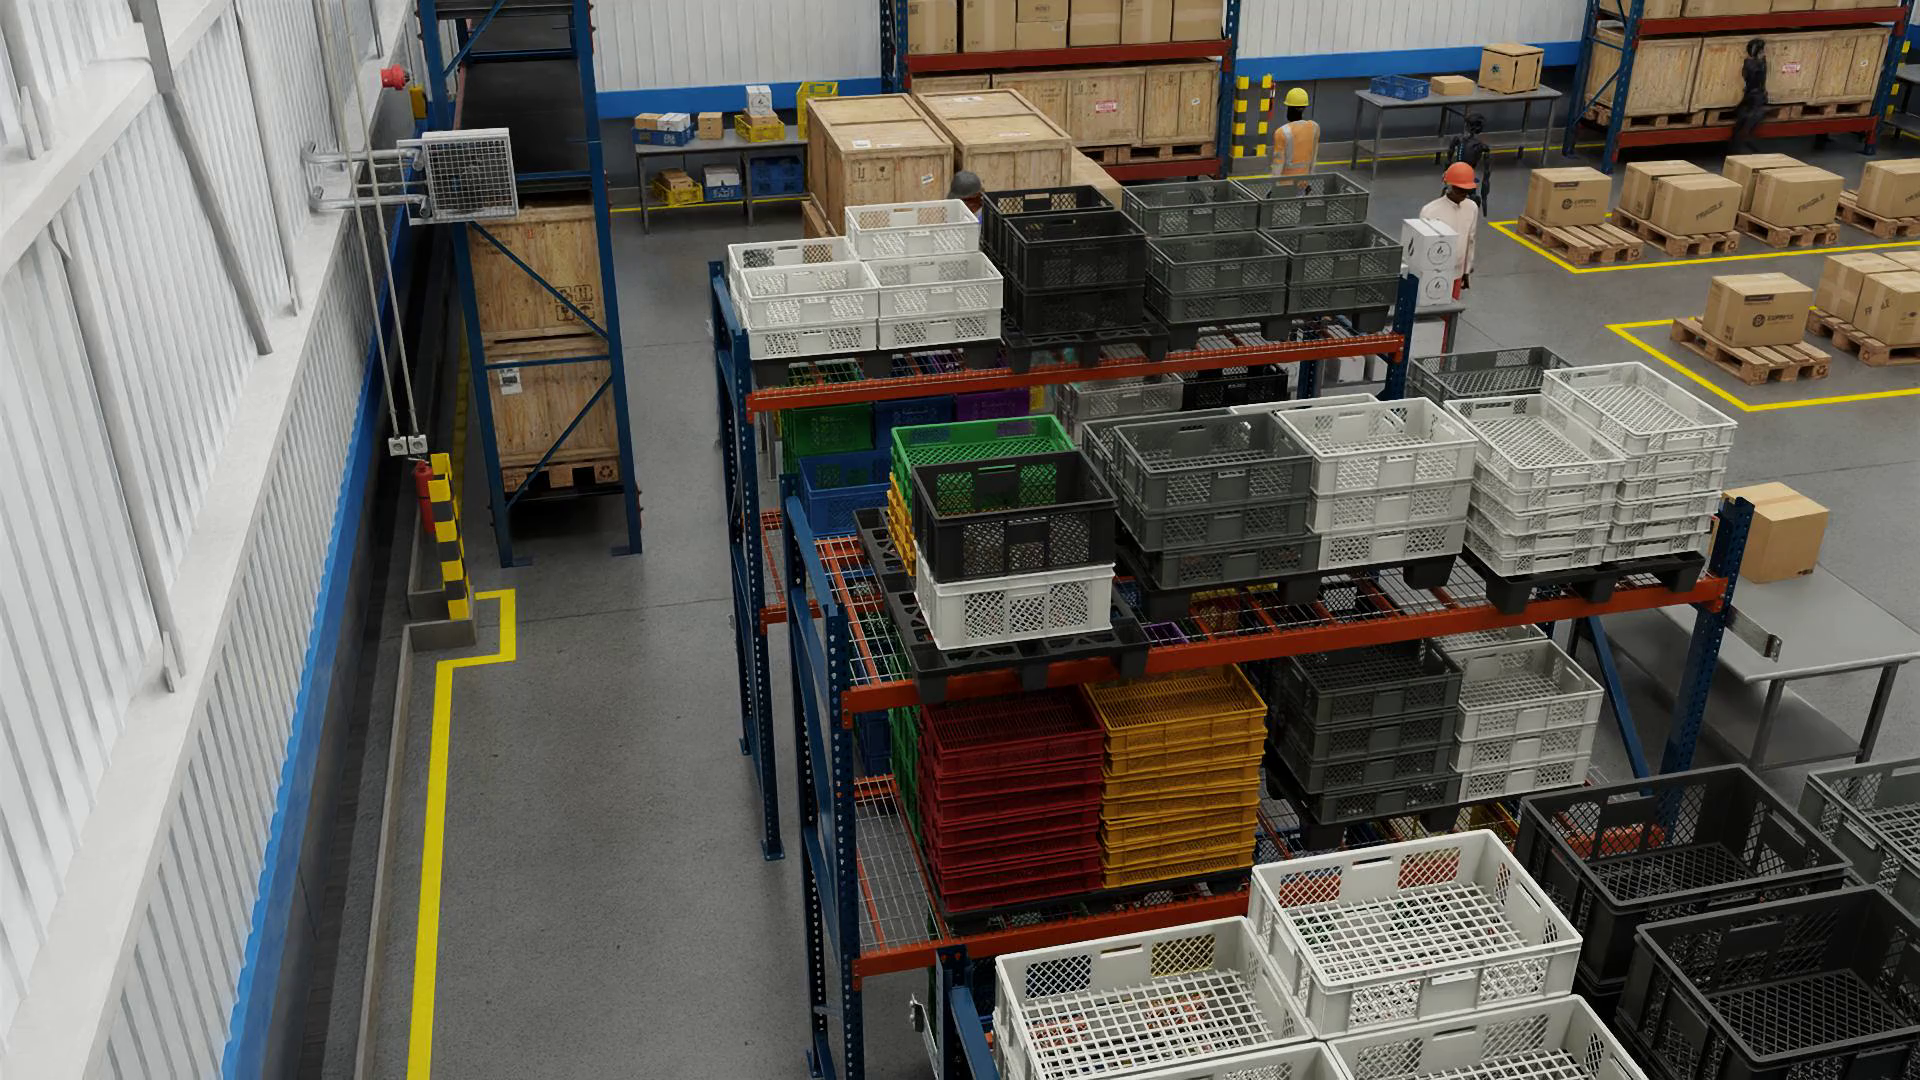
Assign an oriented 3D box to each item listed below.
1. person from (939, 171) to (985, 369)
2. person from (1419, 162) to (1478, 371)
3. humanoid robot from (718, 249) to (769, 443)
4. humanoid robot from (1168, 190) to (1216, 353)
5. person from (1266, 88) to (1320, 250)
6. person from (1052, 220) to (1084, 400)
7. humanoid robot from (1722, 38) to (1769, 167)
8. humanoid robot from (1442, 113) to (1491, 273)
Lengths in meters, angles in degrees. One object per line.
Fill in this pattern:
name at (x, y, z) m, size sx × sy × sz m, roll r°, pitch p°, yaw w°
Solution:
person at (0.045, -2.185, 14.294) m, size 0.536 × 2.000 × 0.676 m, roll -19°, pitch 33°, yaw -31°
person at (4.263, -2.356, 14.677) m, size 0.615 × 1.986 × 0.397 m, roll -11°, pitch 30°, yaw -20°
humanoid robot at (-1.783, -1.621, 13.666) m, size 0.681 × 1.622 × 0.784 m, roll 15°, pitch 31°, yaw 26°
humanoid robot at (2.085, -2.337, 14.955) m, size 0.612 × 1.656 × 0.318 m, roll -10°, pitch 29°, yaw -18°
person at (3.446, -3.744, 17.372) m, size 0.593 × 1.925 × 0.366 m, roll -17°, pitch 32°, yaw -29°
person at (0.931, -1.891, 14.062) m, size 0.447 × 1.730 × 0.549 m, roll 17°, pitch 32°, yaw 28°
humanoid robot at (9.999, -5.485, 20.941) m, size 0.470 × 1.631 × 0.631 m, roll -5°, pitch 28°, yaw -10°
humanoid robot at (5.286, -3.640, 17.431) m, size 0.343 × 1.657 × 0.618 m, roll -18°, pitch 33°, yaw -30°
